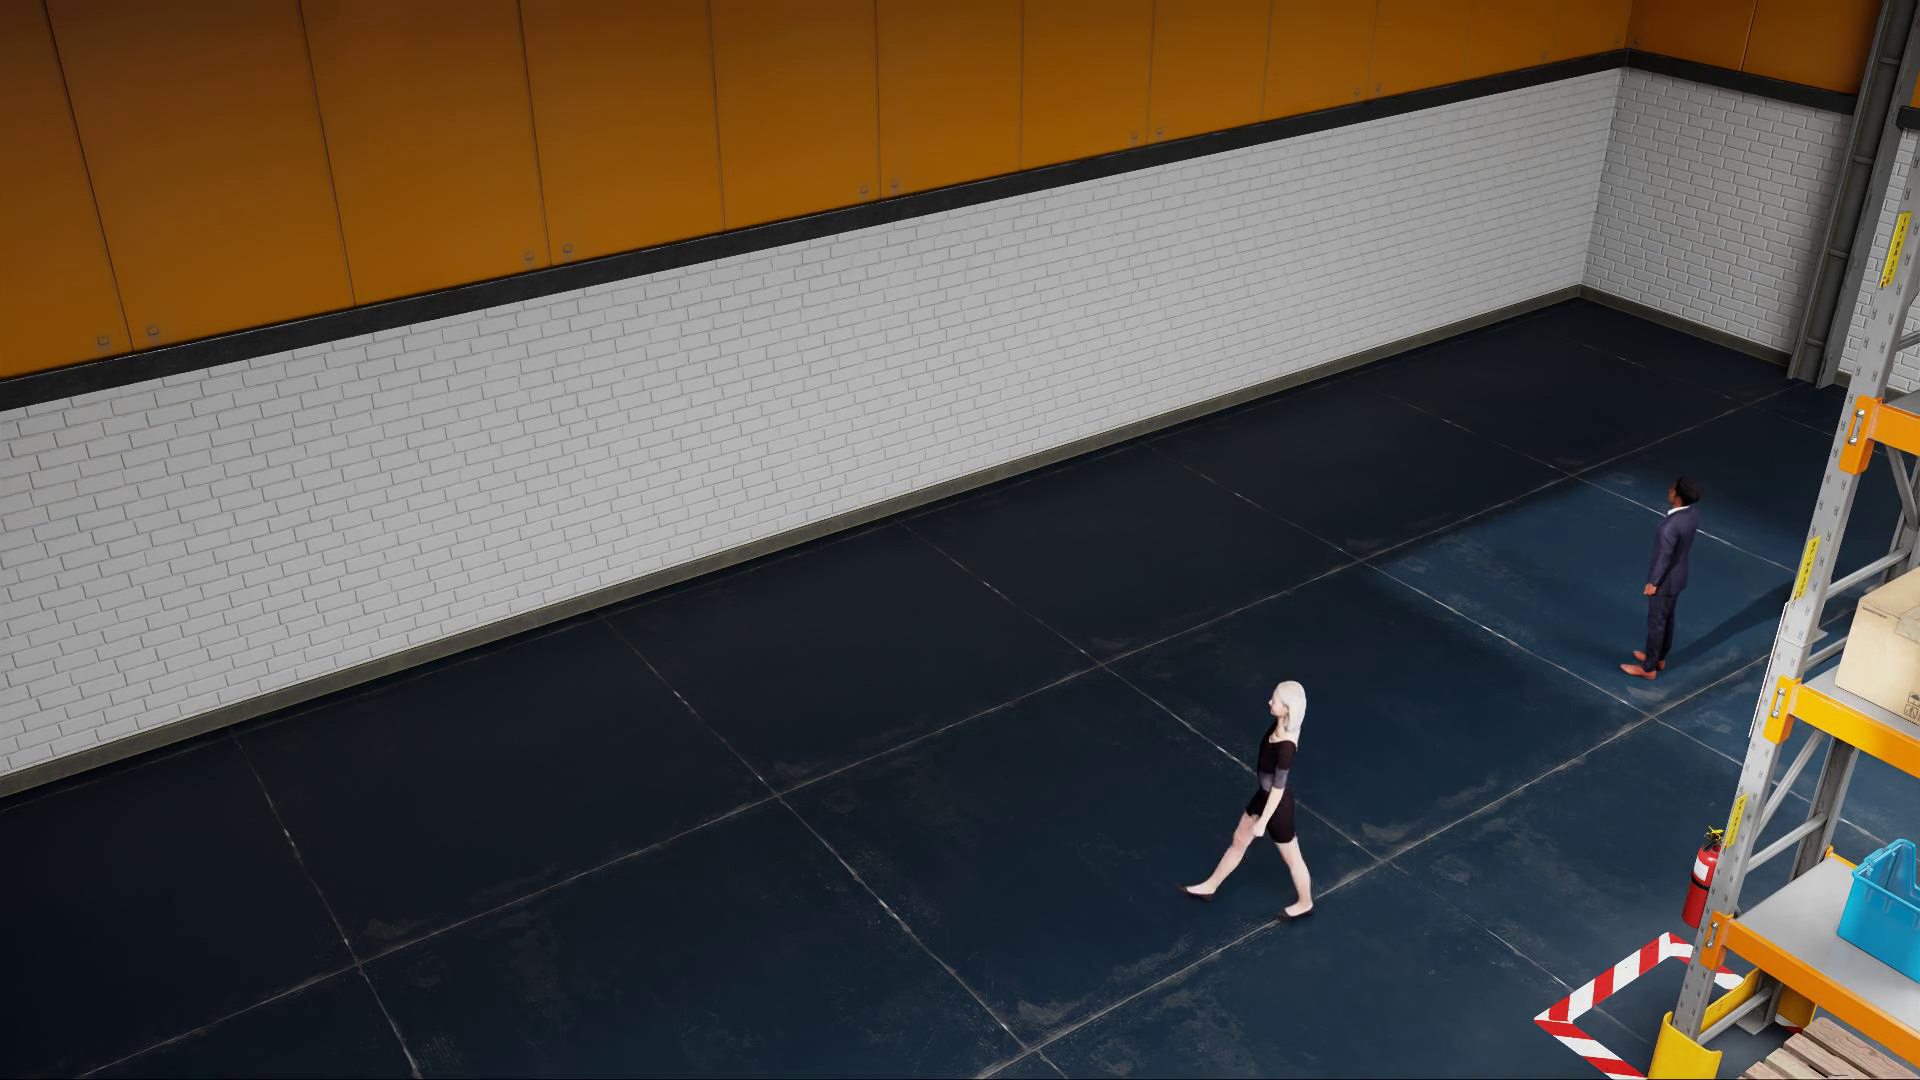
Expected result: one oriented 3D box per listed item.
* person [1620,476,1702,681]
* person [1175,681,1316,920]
[{"bbox_3d":[5.507,0.296,12.932,0.603,1.726,0.668,25,37,37],"label":"person"},{"bbox_3d":[2.057,1.677,10.334,1.124,1.788,1.127,2,29,3],"label":"person"}]
